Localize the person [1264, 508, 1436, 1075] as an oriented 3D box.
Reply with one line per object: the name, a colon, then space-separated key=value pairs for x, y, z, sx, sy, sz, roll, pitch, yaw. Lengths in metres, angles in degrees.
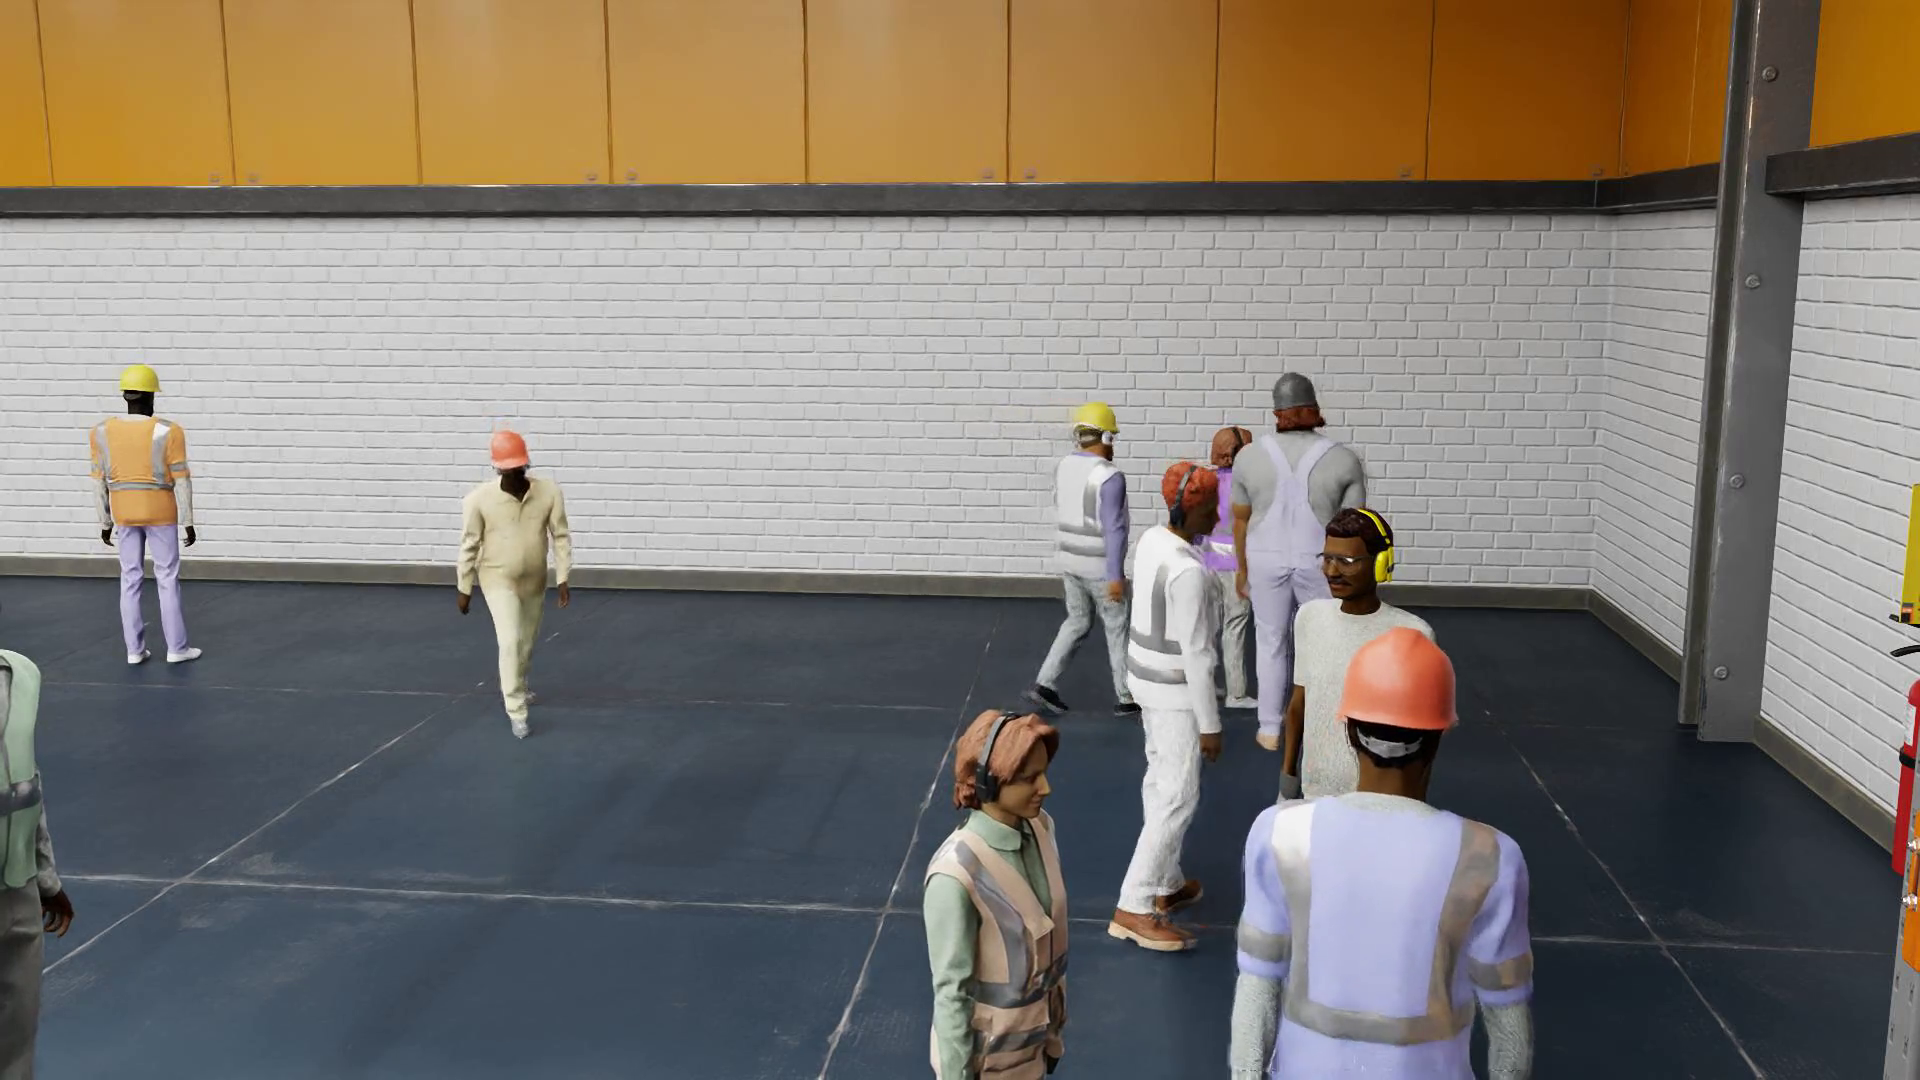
person: x=1.212 y=0.821 z=5.202 sx=0.532 sy=1.871 sz=0.319 roll=9 pitch=13 yaw=42

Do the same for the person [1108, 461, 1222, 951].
person: x=0.792 y=0.616 z=6.405 sx=0.516 sy=1.865 sz=0.689 roll=-2 pitch=10 yaw=-12

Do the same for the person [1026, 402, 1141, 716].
person: x=0.719 y=0.124 z=9.428 sx=0.713 sy=1.799 sz=0.638 roll=-6 pitch=12 yaw=-32

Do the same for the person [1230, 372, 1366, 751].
person: x=1.834 y=0.106 z=8.803 sx=0.789 sy=2.000 sz=0.535 roll=3 pitch=10 yaw=18

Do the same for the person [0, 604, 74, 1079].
person: x=-2.574 y=0.952 z=4.329 sx=0.386 sy=1.912 sz=0.596 roll=1 pitch=10 yaw=7

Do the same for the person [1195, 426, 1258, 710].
person: x=1.550 y=0.161 z=9.632 sx=0.310 sy=1.642 sz=0.514 roll=-7 pitch=12 yaw=-34

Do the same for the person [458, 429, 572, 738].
person: x=-2.521 y=0.195 z=9.319 sx=0.582 sy=1.697 sz=0.827 roll=-7 pitch=12 yaw=-34

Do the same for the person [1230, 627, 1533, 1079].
person: x=0.884 y=1.109 z=3.472 sx=0.581 sy=1.890 sz=0.938 roll=4 pitch=11 yaw=20

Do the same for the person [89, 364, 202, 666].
person: x=-5.192 y=-0.155 z=10.623 sx=0.594 sy=1.924 sz=0.382 roll=-1 pitch=10 yaw=-4

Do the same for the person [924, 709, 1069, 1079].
person: x=0.086 y=1.184 z=3.790 sx=0.306 sy=1.637 sz=0.524 roll=5 pitch=11 yaw=26
